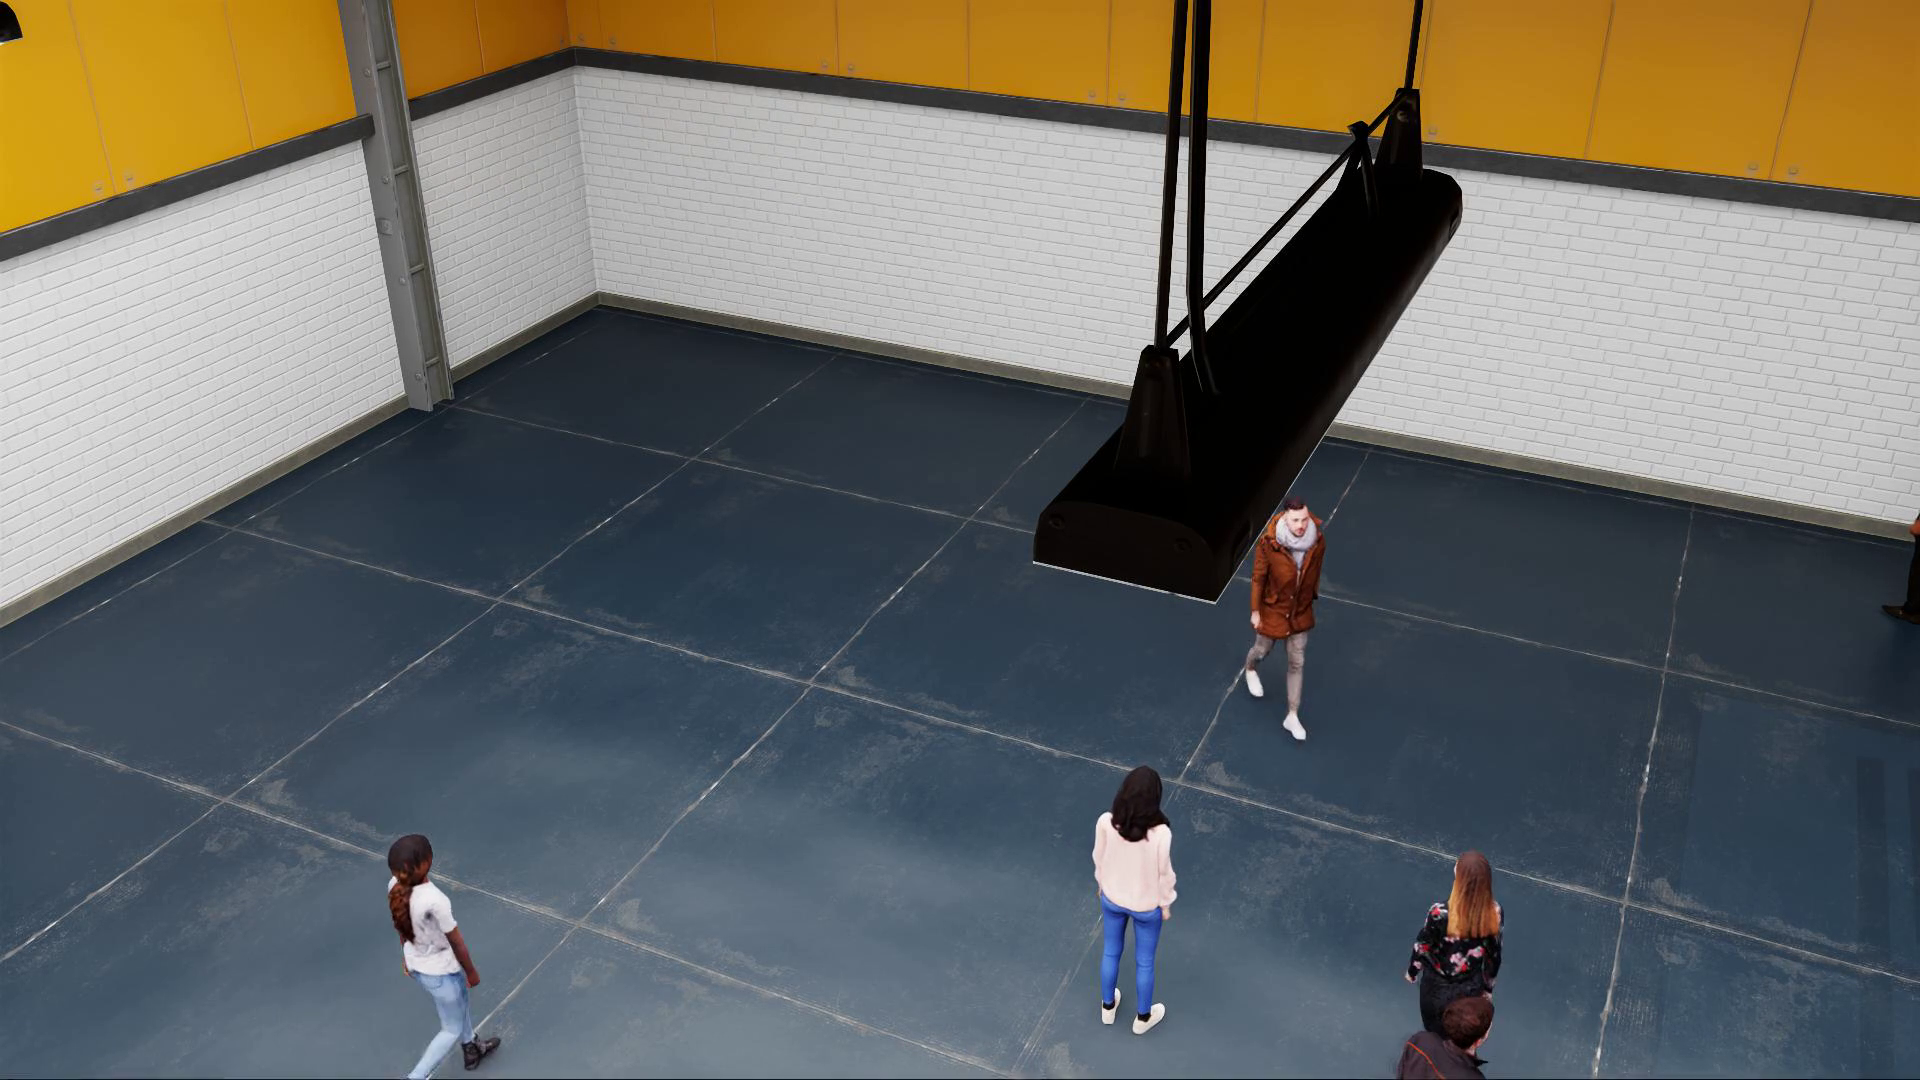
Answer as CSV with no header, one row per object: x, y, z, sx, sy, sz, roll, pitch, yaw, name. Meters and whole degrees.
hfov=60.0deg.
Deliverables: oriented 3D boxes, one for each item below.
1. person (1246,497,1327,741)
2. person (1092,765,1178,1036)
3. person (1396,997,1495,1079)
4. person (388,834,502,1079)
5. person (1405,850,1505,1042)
2.322,0.480,12.140,1.105,1.800,1.253,-5,29,-8,person
0.965,2.028,9.336,0.650,1.766,0.546,14,32,25,person
2.136,2.859,7.657,0.807,1.916,0.791,-15,32,-26,person
-2.845,2.336,8.843,0.746,1.698,1.082,20,34,32,person
2.634,2.396,8.766,0.731,1.667,0.791,-6,29,-11,person
